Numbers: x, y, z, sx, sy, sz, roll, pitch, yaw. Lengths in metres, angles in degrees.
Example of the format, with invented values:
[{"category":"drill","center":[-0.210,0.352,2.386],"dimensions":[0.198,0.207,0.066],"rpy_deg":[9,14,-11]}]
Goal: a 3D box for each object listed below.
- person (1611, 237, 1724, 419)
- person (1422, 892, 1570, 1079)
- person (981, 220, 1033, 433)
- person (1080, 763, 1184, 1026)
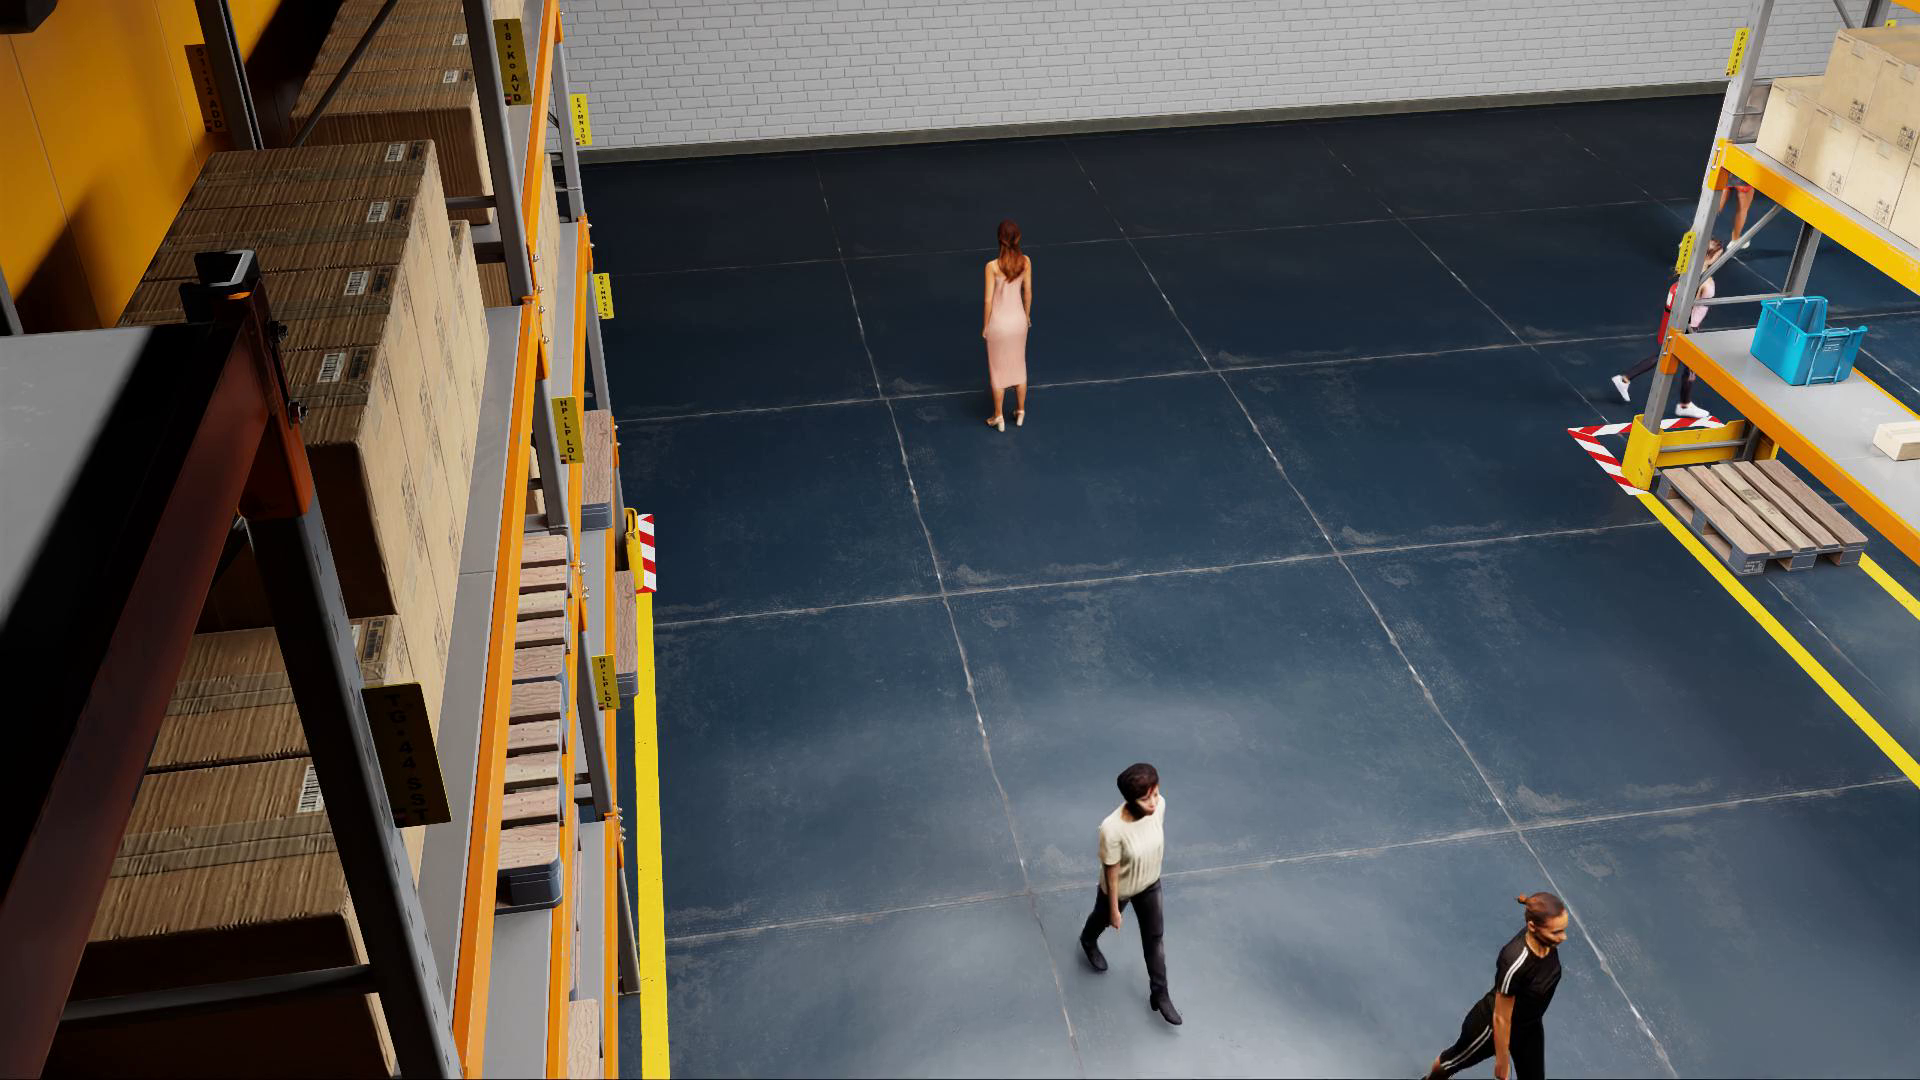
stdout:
[{"category":"person","center":[5.960,-1.797,13.889],"dimensions":[0.933,1.625,1.051],"rpy_deg":[10,35,14]},{"category":"person","center":[2.499,2.221,7.842],"dimensions":[0.932,1.627,1.175],"rpy_deg":[-23,40,-30]},{"category":"person","center":[0.385,-1.751,13.634],"dimensions":[0.641,1.831,0.589],"rpy_deg":[-14,36,-20]},{"category":"person","center":[0.823,1.750,8.624],"dimensions":[0.857,1.546,1.076],"rpy_deg":[-20,39,-28]}]
